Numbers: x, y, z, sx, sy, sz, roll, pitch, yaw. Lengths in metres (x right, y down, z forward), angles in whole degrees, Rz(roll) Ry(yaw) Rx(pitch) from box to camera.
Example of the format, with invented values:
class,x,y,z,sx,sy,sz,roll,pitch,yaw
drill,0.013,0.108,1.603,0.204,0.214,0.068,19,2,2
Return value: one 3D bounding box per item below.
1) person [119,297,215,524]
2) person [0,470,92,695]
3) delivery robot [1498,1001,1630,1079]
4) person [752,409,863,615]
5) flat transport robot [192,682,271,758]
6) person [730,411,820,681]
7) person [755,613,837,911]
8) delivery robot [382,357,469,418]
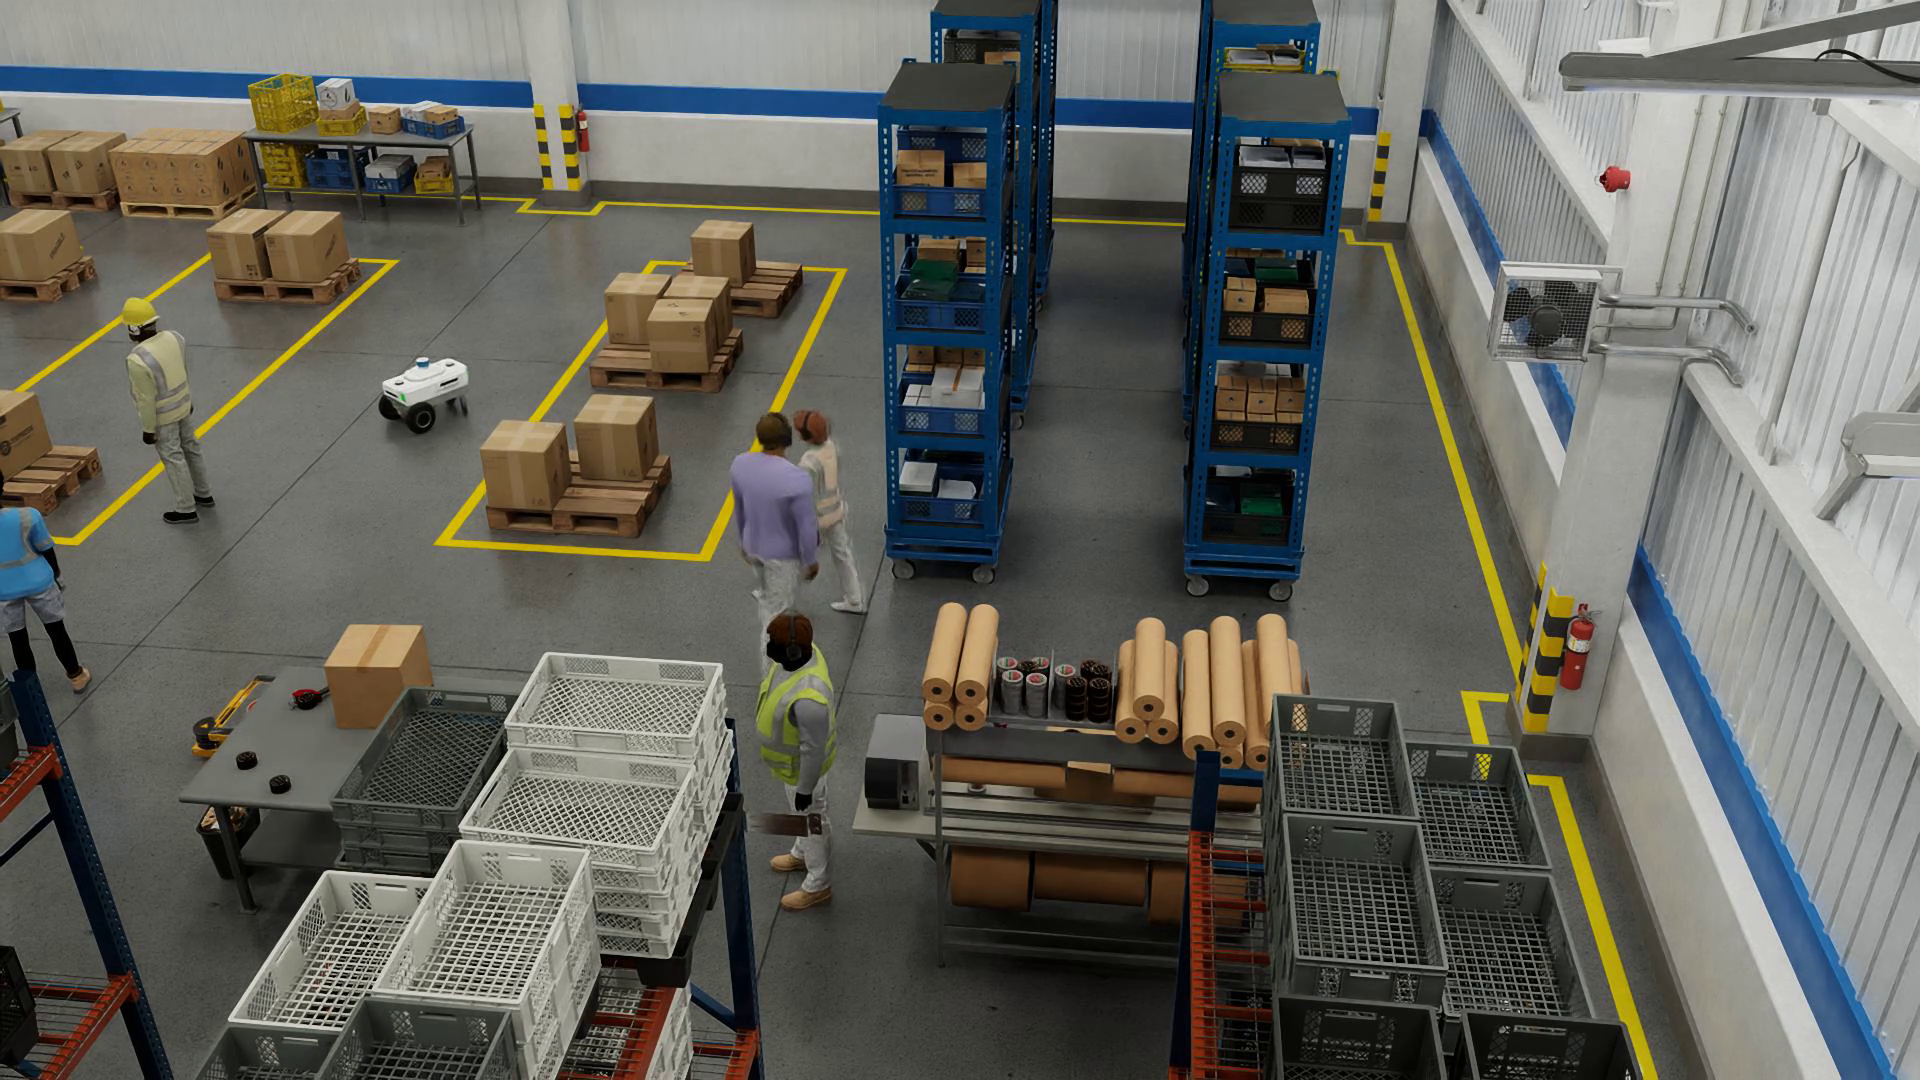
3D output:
class,x,y,z,sx,sy,sz,roll,pitch,yaw
person,-6.134,-1.002,12.825,0.404,1.832,0.599,5,31,8
person,-6.063,0.293,10.732,0.531,1.698,0.320,-14,33,-22
delivery robot,2.864,2.511,7.964,0.707,0.478,0.477,27,39,37
person,-1.072,-0.188,11.659,0.816,1.598,0.531,11,32,17
flat transport robot,-4.089,1.163,10.648,1.431,0.197,0.652,3,30,6
person,-1.197,0.063,10.939,0.636,1.912,0.655,20,36,31
person,-0.885,1.190,9.052,0.429,1.844,0.624,-7,31,-12
delivery robot,-4.692,-1.370,14.628,0.477,0.478,0.707,23,37,34
